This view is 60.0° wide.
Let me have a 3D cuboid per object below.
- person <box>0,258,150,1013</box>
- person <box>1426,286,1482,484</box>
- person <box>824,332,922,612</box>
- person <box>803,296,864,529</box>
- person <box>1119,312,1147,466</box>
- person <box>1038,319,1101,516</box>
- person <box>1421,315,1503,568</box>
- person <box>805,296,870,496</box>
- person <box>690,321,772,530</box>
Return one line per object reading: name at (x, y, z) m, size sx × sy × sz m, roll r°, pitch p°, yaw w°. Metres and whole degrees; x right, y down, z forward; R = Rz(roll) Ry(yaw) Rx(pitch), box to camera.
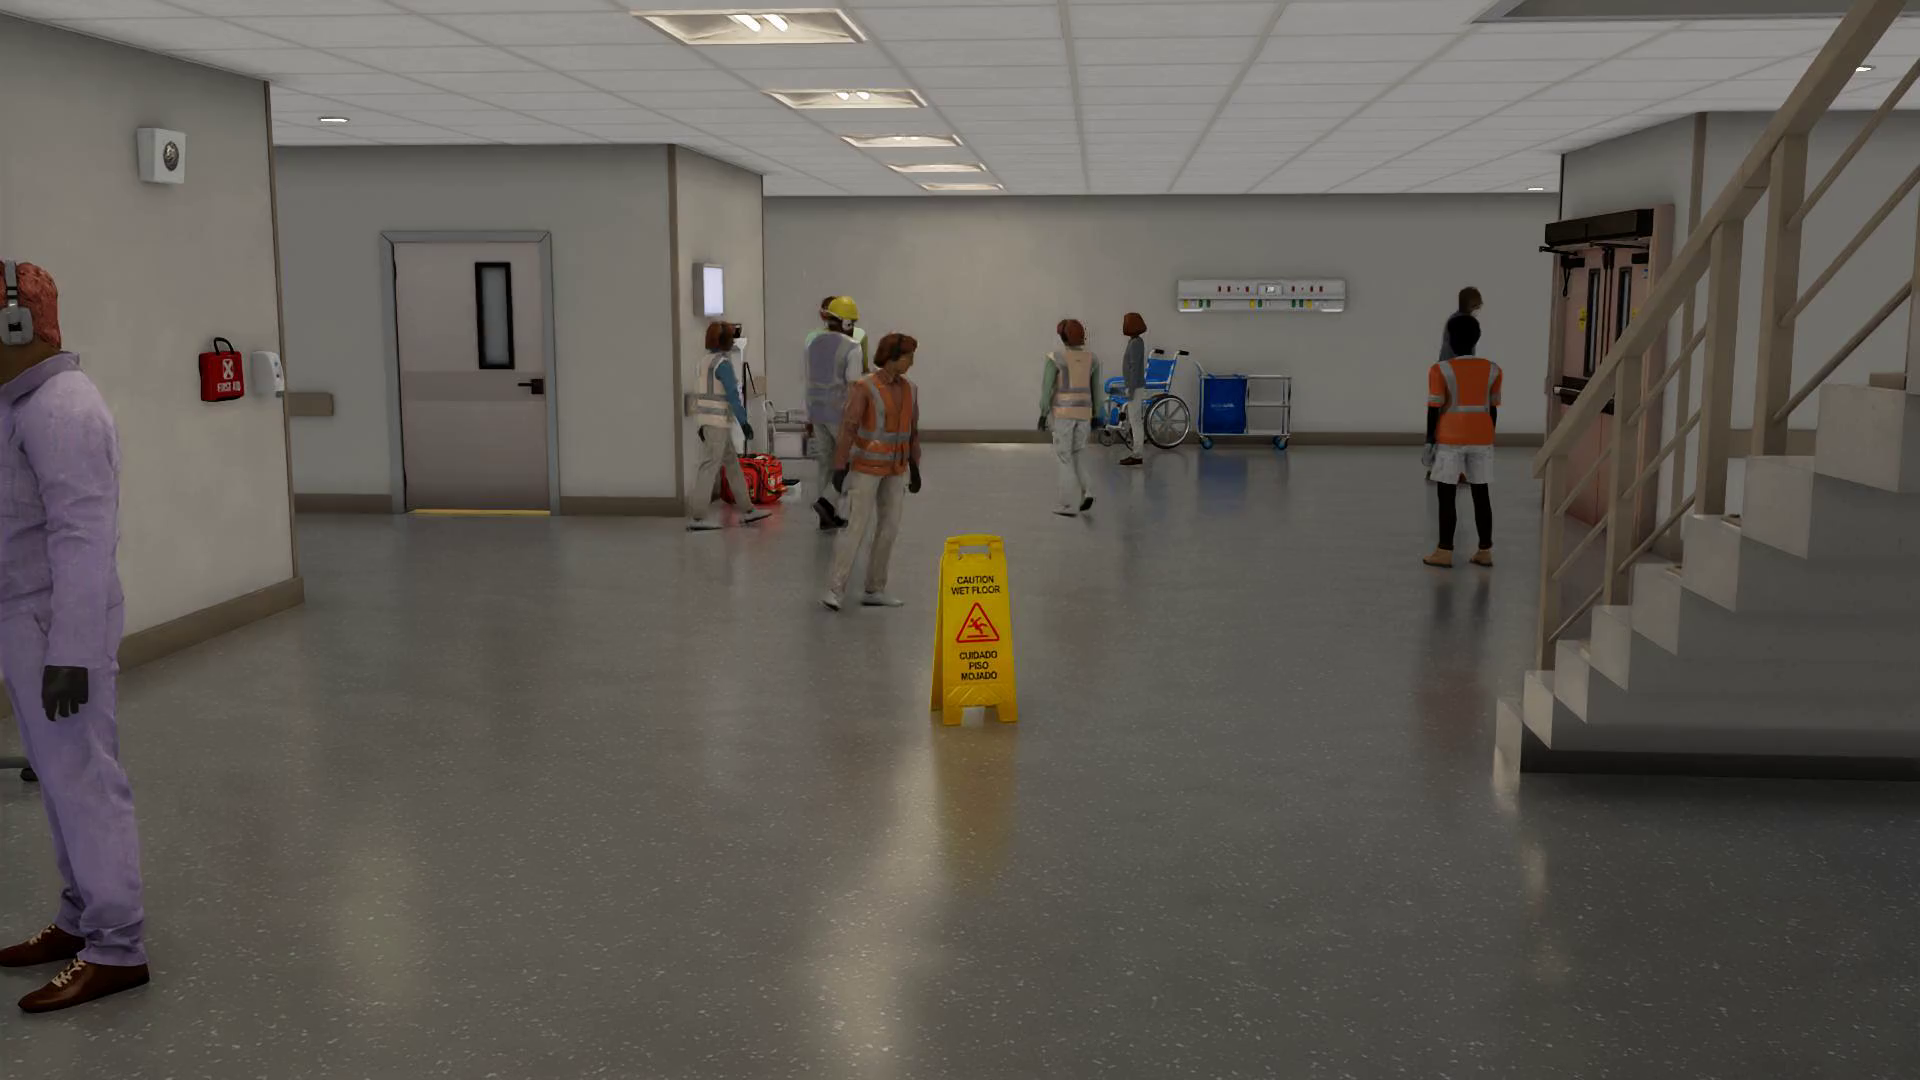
person at (-2.366, 0.241, 4.282) m, size 0.401 × 1.906 × 0.650 m, roll -6°, pitch 10°, yaw -35°
person at (4.776, -1.485, 16.069) m, size 0.450 × 1.900 × 0.687 m, roll 2°, pitch 9°, yaw 12°
person at (-0.483, -0.390, 9.569) m, size 0.409 × 1.605 × 0.598 m, roll 8°, pitch 12°, yaw 44°
person at (-0.971, -0.967, 12.795) m, size 0.618 × 1.812 × 0.515 m, roll 7°, pitch 11°, yaw 38°
person at (1.847, -1.607, 17.769) m, size 0.278 × 1.633 × 0.507 m, roll 1°, pitch 8°, yaw 9°
person at (0.903, -1.005, 13.721) m, size 0.521 × 1.626 × 0.372 m, roll -5°, pitch 10°, yaw -30°
person at (3.351, -0.656, 11.120) m, size 0.564 × 1.692 × 0.319 m, roll -2°, pitch 9°, yaw -11°
person at (-1.087, -1.258, 14.782) m, size 0.596 × 1.812 × 0.809 m, roll 1°, pitch 8°, yaw 7°
person at (-1.785, -0.883, 12.937) m, size 0.757 × 1.609 × 0.521 m, roll -3°, pitch 9°, yaw -21°
